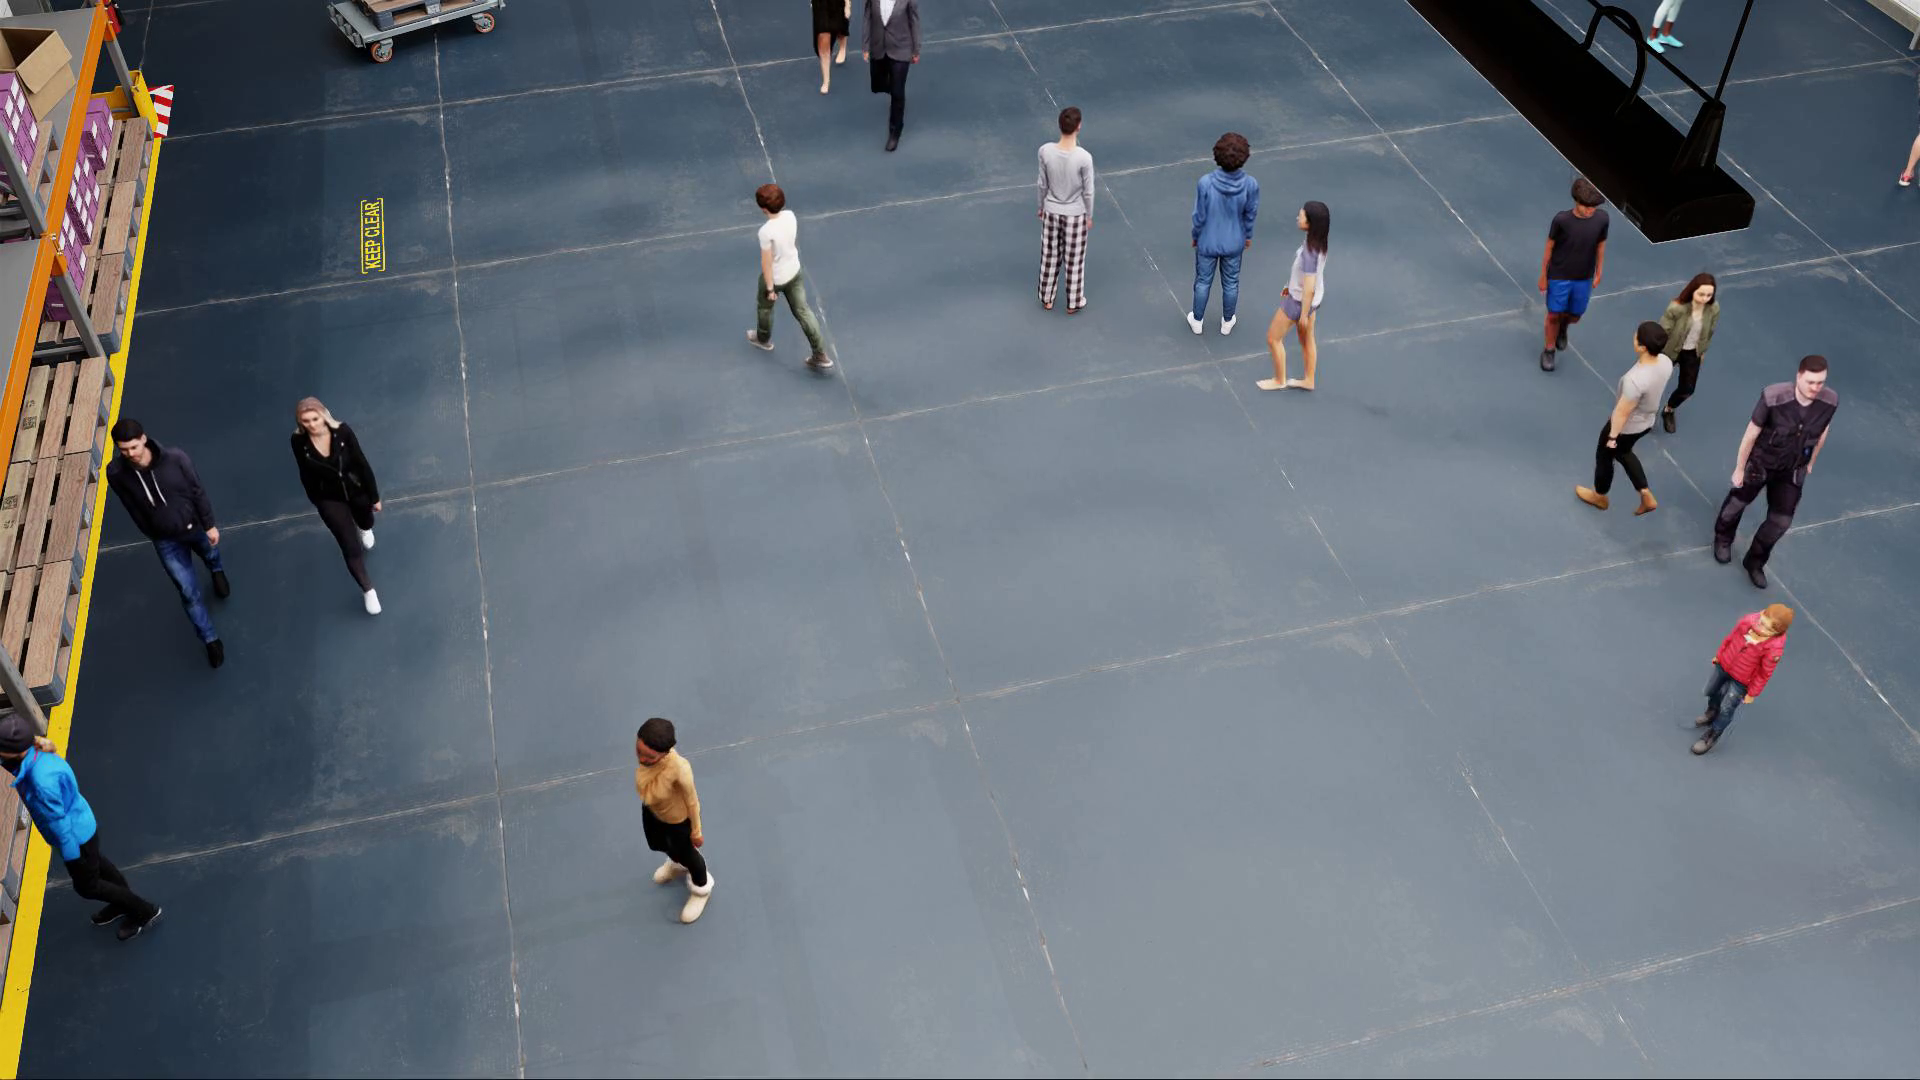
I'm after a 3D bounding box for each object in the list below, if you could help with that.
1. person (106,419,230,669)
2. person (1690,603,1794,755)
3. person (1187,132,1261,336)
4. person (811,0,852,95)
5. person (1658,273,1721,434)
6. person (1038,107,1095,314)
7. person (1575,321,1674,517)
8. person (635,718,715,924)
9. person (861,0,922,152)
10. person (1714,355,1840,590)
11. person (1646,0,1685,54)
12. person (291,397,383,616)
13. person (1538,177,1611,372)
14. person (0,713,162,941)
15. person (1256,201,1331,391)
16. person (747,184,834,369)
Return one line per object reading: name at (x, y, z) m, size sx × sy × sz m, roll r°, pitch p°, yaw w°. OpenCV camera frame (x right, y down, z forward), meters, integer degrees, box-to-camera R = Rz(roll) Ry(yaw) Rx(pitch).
person at (-5.148, -0.143, 10.987) m, size 0.832 × 1.836 × 1.280 m, roll -17°, pitch 46°, yaw -17°
person at (4.857, 0.810, 10.372) m, size 0.641 × 1.305 × 0.593 m, roll -10°, pitch 45°, yaw -11°
person at (2.113, -2.456, 13.434) m, size 0.746 × 1.811 × 0.694 m, roll 3°, pitch 44°, yaw 3°
person at (-1.276, -5.406, 16.697) m, size 0.862 × 1.581 × 1.181 m, roll 5°, pitch 44°, yaw 6°
person at (5.452, -1.451, 12.634) m, size 0.675 × 1.459 × 0.701 m, roll 3°, pitch 44°, yaw 3°
person at (0.863, -2.689, 13.653) m, size 0.706 × 1.846 × 0.733 m, roll 15°, pitch 46°, yaw 15°
person at (4.802, -0.781, 11.760) m, size 0.806 × 1.694 × 0.954 m, roll -23°, pitch 48°, yaw -22°
person at (-1.615, 1.532, 9.360) m, size 0.732 × 1.656 × 0.819 m, roll 32°, pitch 52°, yaw 29°
person at (-0.646, -4.672, 15.753) m, size 1.029 × 1.820 × 1.169 m, roll 10°, pitch 45°, yaw 10°
person at (5.572, -0.584, 11.454) m, size 0.887 × 1.831 × 0.937 m, roll 5°, pitch 44°, yaw 5°
person at (7.444, -5.868, 17.078) m, size 0.639 × 1.724 × 0.652 m, roll -30°, pitch 51°, yaw -28°
person at (-4.195, -0.342, 11.329) m, size 0.737 × 1.654 × 1.141 m, roll -17°, pitch 46°, yaw -17°
person at (4.817, -2.168, 13.162) m, size 0.847 × 1.768 × 0.948 m, roll 5°, pitch 44°, yaw 5°
person at (-4.872, 1.601, 9.189) m, size 0.780 × 1.791 × 0.648 m, roll -25°, pitch 49°, yaw -24°
person at (2.740, -1.838, 12.854) m, size 0.816 × 1.716 × 0.758 m, roll 16°, pitch 46°, yaw 16°
person at (-1.339, -2.051, 13.148) m, size 1.172 × 1.619 × 0.961 m, roll 32°, pitch 52°, yaw 29°
